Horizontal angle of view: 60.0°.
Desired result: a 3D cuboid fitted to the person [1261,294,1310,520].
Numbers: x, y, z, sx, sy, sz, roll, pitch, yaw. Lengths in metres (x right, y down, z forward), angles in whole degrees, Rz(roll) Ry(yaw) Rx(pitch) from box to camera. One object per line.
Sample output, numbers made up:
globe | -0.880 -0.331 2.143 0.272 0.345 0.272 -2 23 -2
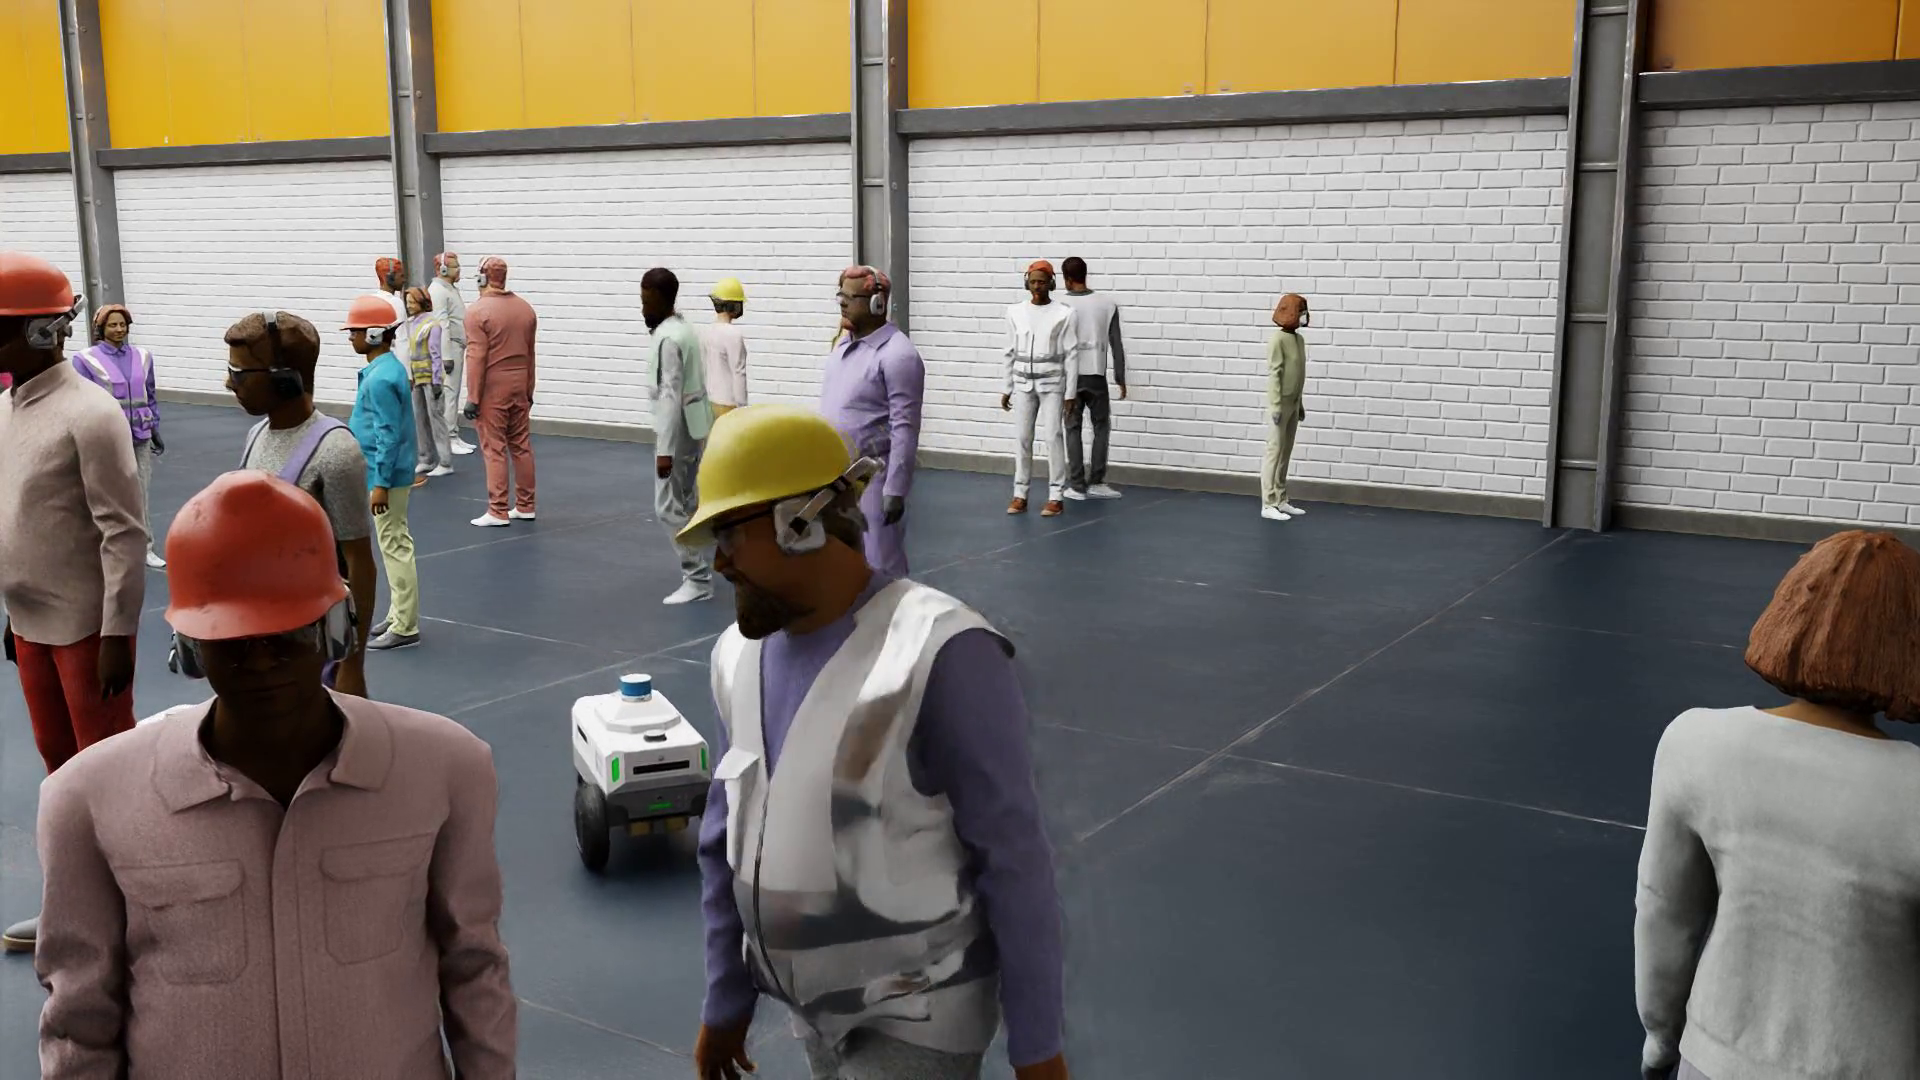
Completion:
person | 2.383 -0.971 12.134 0.281 1.634 0.498 7 12 34

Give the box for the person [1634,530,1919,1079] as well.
person | 1.205 0.792 2.369 0.270 1.632 0.508 -8 13 -37

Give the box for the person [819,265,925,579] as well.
person | -0.439 -0.277 7.525 0.410 1.913 0.643 -7 13 -36

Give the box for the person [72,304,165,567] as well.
person | -5.121 -0.615 10.150 0.309 1.639 0.523 6 12 32

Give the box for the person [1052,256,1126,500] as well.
person | 0.972 -1.261 13.021 0.653 1.896 0.419 -1 10 -5

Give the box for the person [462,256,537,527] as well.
person | -3.286 -1.047 11.806 0.403 1.906 0.651 5 12 27

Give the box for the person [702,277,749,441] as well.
person | -1.614 -0.941 11.613 0.328 1.767 0.526 -7 12 -33

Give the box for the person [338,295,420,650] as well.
person | -2.878 -0.335 8.280 0.330 1.751 0.563 -3 11 -17

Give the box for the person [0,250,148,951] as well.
person | -2.477 0.212 4.583 0.623 1.992 0.396 7 13 35

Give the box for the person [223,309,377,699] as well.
person | -1.784 0.297 4.538 0.505 1.842 0.348 8 13 38

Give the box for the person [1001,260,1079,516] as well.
person | 0.592 -1.112 12.257 0.583 1.878 0.343 5 11 25

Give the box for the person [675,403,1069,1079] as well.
person | -0.151 0.696 2.524 0.500 1.783 0.667 -8 13 -37

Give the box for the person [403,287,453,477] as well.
person | -4.597 -1.356 14.304 0.508 1.631 0.317 10 14 42

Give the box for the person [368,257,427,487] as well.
person | -4.676 -1.372 13.670 0.583 1.882 0.337 10 14 43

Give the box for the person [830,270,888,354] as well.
person | -0.707 -1.024 11.880 0.432 1.840 0.639 -3 11 -18

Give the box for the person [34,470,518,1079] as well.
person | -0.835 0.779 2.105 0.562 1.752 0.327 -5 11 -25

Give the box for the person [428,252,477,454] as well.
person | -4.832 -1.773 15.827 0.407 1.908 0.641 -2 10 -10

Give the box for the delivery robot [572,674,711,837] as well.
delivery robot | -1.088 0.697 5.625 0.477 0.478 0.707 -4 11 -23

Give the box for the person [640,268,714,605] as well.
person | -1.551 -0.582 9.335 0.368 1.870 0.809 0 10 0
